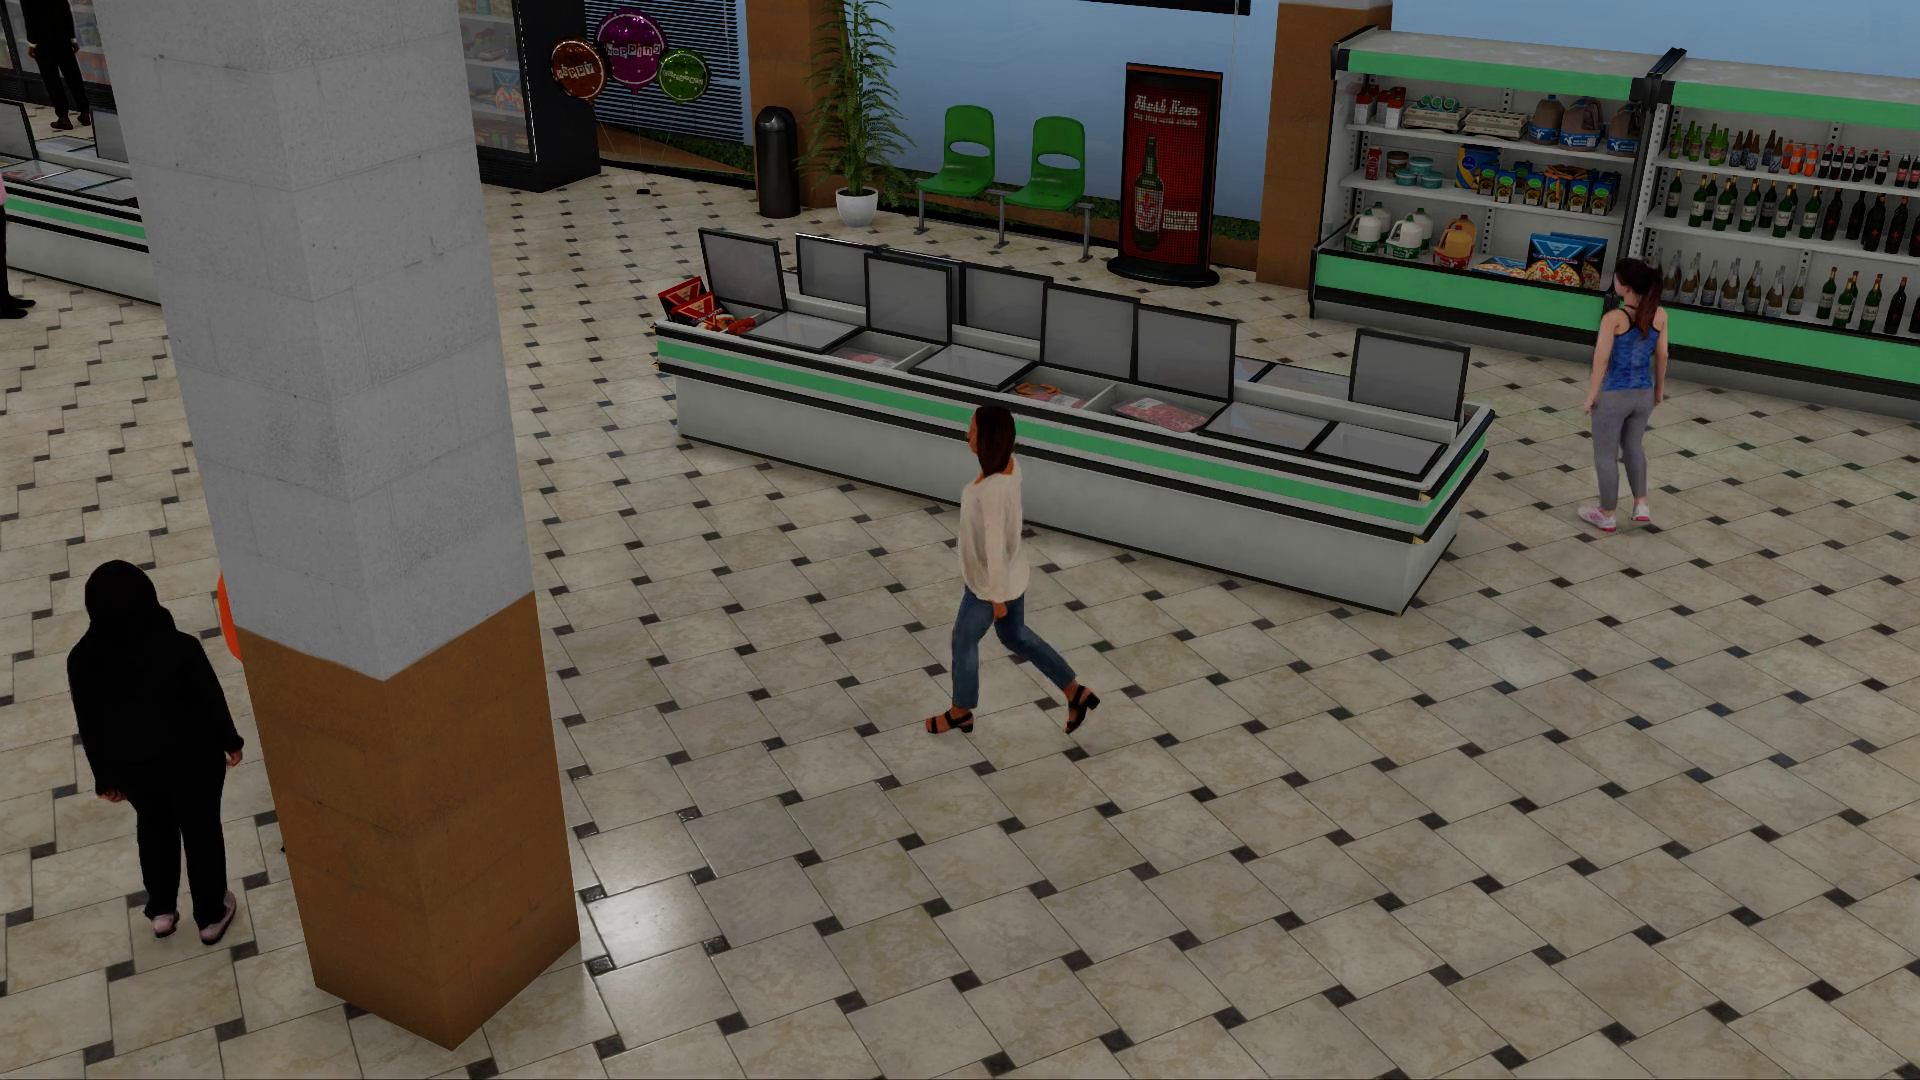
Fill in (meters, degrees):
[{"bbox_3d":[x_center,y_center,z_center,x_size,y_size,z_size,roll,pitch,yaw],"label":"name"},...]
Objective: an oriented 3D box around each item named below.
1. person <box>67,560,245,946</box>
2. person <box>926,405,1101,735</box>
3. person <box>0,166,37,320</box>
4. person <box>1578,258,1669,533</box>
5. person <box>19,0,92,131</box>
[{"bbox_3d":[-2.934,0.851,6.108,0.756,1.606,0.832,-4,27,-7],"label":"person"},{"bbox_3d":[0.248,0.185,7.371,1.103,1.650,0.802,6,28,12],"label":"person"},{"bbox_3d":[-7.473,-2.549,12.723,0.737,1.687,0.683,-6,28,-12],"label":"person"},{"bbox_3d":[3.760,-0.794,9.359,0.742,1.598,0.804,-2,27,-4],"label":"person"},{"bbox_3d":[-10.026,-5.523,18.348,0.662,1.904,0.726,20,33,34],"label":"person"}]
